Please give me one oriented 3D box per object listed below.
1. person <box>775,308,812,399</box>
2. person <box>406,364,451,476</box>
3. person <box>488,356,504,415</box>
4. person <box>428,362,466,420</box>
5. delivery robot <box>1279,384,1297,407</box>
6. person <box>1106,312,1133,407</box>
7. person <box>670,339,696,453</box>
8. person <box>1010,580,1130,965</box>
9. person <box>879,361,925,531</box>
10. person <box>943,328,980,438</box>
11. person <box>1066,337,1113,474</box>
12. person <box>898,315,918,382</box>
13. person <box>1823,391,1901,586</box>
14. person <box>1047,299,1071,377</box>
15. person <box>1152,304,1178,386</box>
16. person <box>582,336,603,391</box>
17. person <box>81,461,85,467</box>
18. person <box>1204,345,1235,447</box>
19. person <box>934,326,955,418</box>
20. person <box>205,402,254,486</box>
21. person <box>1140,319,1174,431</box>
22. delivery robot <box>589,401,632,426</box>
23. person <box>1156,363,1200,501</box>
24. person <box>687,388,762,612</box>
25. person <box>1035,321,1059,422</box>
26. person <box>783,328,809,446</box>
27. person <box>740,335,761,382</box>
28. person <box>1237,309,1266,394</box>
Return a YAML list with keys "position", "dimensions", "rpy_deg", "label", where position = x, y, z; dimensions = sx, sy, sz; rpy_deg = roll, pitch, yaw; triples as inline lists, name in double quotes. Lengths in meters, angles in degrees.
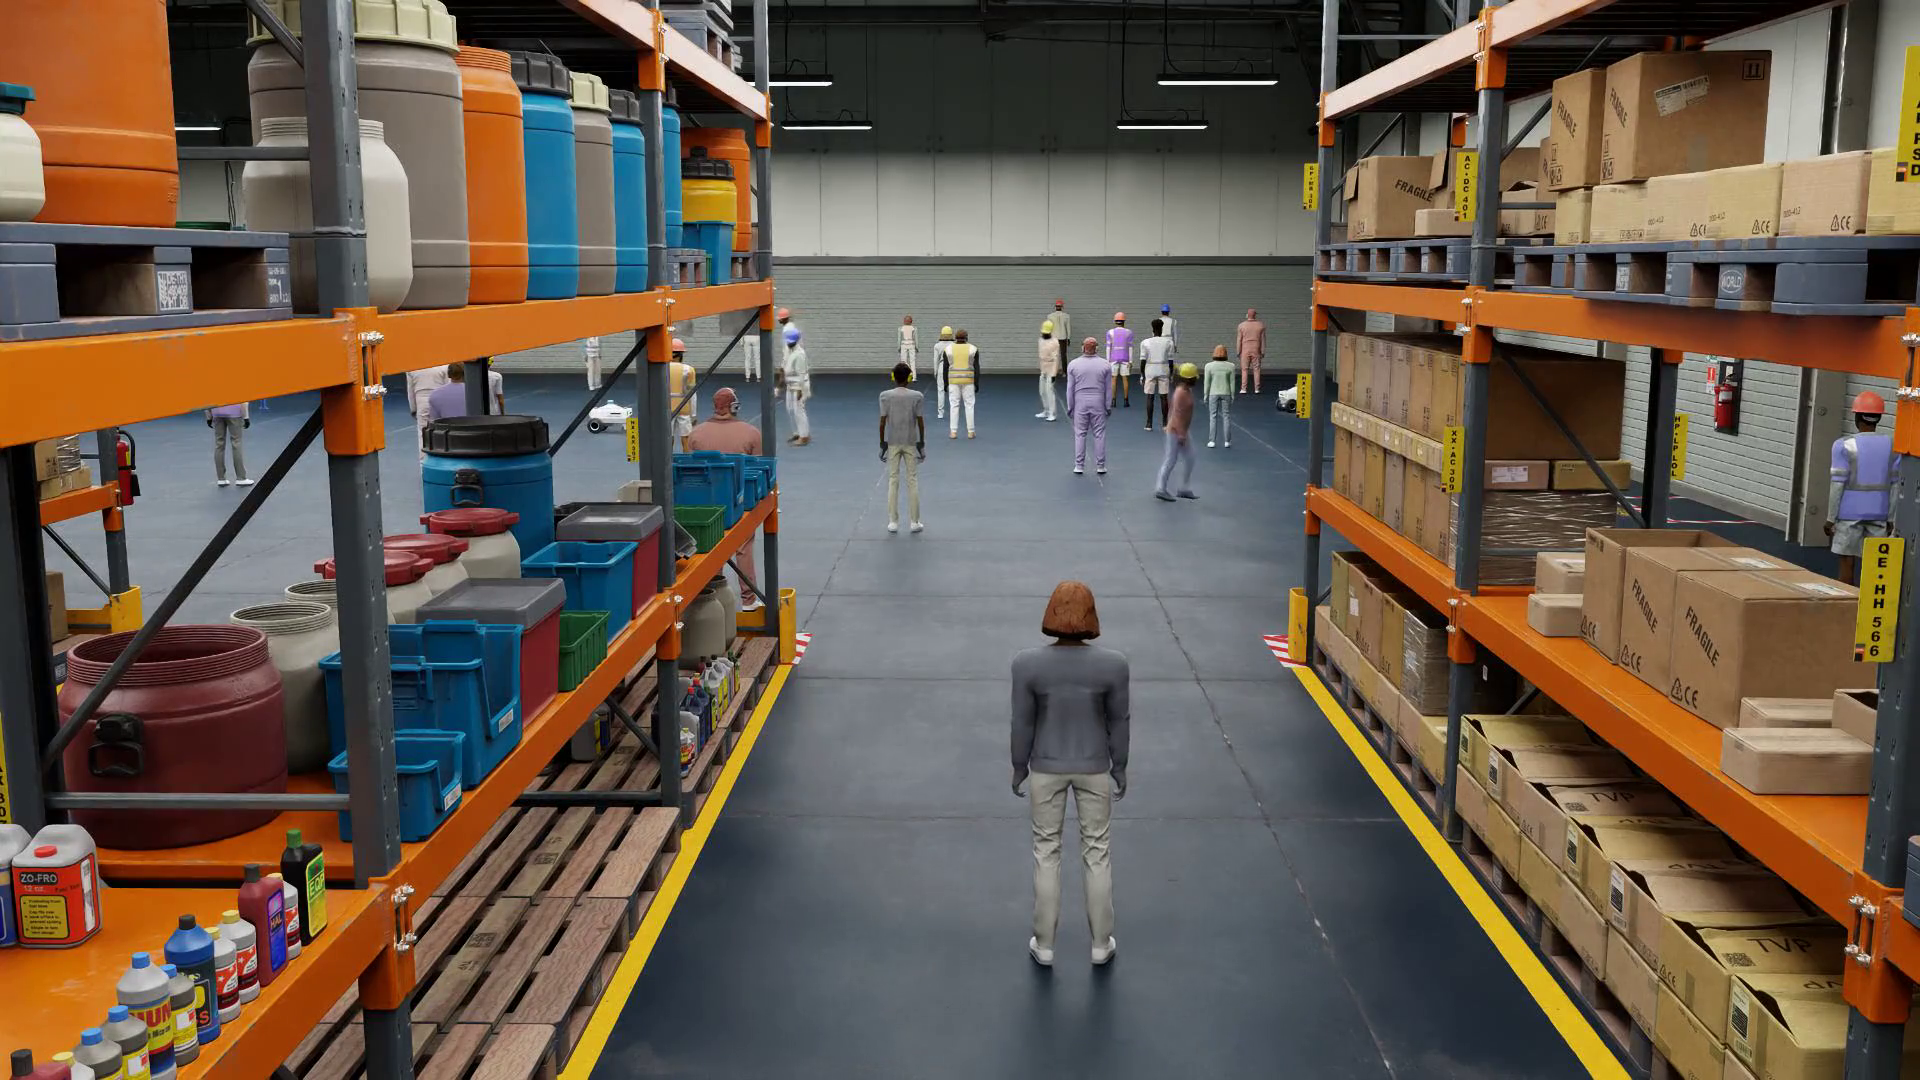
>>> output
- position: [-3.706, -4.034, 36.040]
  dimensions: [1.036, 1.960, 0.680]
  rpy_deg: [-2, 10, -9]
  label: "person"
- position: [-7.306, -1.836, 23.057]
  dimensions: [0.643, 1.905, 0.399]
  rpy_deg: [0, 9, 3]
  label: "person"
- position: [-6.098, -1.543, 21.398]
  dimensions: [0.514, 1.871, 0.327]
  rpy_deg: [0, 9, 3]
  label: "person"
- position: [-5.339, -0.976, 17.797]
  dimensions: [0.629, 1.939, 0.371]
  rpy_deg: [0, 9, 3]
  label: "person"
- position: [6.717, -2.867, 33.107]
  dimensions: [0.707, 0.478, 0.477]
  rpy_deg: [-3, 10, -17]
  label: "delivery robot"
- position: [3.270, -3.704, 34.151]
  dimensions: [0.548, 1.933, 0.376]
  rpy_deg: [0, 9, 3]
  label: "person"
- position: [-3.793, -1.721, 22.272]
  dimensions: [0.548, 1.934, 0.376]
  rpy_deg: [0, 9, 3]
  label: "person"
- position: [0.459, 0.979, 6.997]
  dimensions: [0.502, 1.632, 0.279]
  rpy_deg: [0, 9, 3]
  label: "person"
- position: [-0.641, -1.029, 18.324]
  dimensions: [0.514, 1.871, 0.327]
  rpy_deg: [0, 9, 3]
  label: "person"
- position: [0.022, -2.646, 28.090]
  dimensions: [0.625, 1.843, 0.430]
  rpy_deg: [0, 9, 3]
  label: "person"
- position: [1.811, -1.878, 23.297]
  dimensions: [0.643, 1.908, 0.399]
  rpy_deg: [0, 9, 3]
  label: "person"
- position: [-1.287, -4.734, 41.201]
  dimensions: [0.515, 1.640, 0.315]
  rpy_deg: [0, 9, 3]
  label: "person"
- position: [7.159, -0.214, 13.238]
  dimensions: [0.548, 1.937, 0.379]
  rpy_deg: [0, 9, 3]
  label: "person"
- position: [2.562, -5.241, 43.176]
  dimensions: [0.613, 1.994, 0.395]
  rpy_deg: [0, 9, 3]
  label: "person"
- position: [4.918, -4.674, 39.932]
  dimensions: [0.606, 1.943, 0.403]
  rpy_deg: [0, 9, 3]
  label: "person"
- position: [-8.464, -4.257, 38.435]
  dimensions: [0.355, 1.606, 0.658]
  rpy_deg: [7, 11, 34]
  label: "person"
- position: [-12.993, -1.980, 23.977]
  dimensions: [0.576, 1.881, 0.354]
  rpy_deg: [0, 9, 3]
  label: "person"
- position: [4.154, -2.301, 26.646]
  dimensions: [0.502, 1.632, 0.279]
  rpy_deg: [0, 9, 3]
  label: "person"
- position: [-0.256, -3.195, 31.680]
  dimensions: [0.488, 1.740, 0.318]
  rpy_deg: [0, 9, 3]
  label: "person"
- position: [-9.694, -1.673, 22.008]
  dimensions: [0.590, 1.926, 0.388]
  rpy_deg: [0, 9, 3]
  label: "person"
- position: [3.470, -2.915, 29.334]
  dimensions: [0.609, 1.963, 0.368]
  rpy_deg: [0, 9, 3]
  label: "person"
- position: [-6.106, -2.196, 29.088]
  dimensions: [0.707, 0.478, 0.477]
  rpy_deg: [0, 10, 1]
  label: "delivery robot"
- position: [2.714, -1.327, 20.526]
  dimensions: [0.647, 1.724, 0.540]
  rpy_deg: [5, 11, 30]
  label: "person"
- position: [-1.956, -0.329, 14.032]
  dimensions: [0.643, 1.905, 0.399]
  rpy_deg: [0, 9, 3]
  label: "person"
- position: [1.634, -3.155, 31.026]
  dimensions: [0.498, 1.878, 0.648]
  rpy_deg: [-6, 11, -32]
  label: "person"
- position: [-2.664, -2.478, 26.900]
  dimensions: [0.507, 1.899, 0.638]
  rpy_deg: [-6, 11, -31]
  label: "person"
- position: [-5.163, -4.898, 41.297]
  dimensions: [0.629, 1.936, 0.371]
  rpy_deg: [0, 9, 3]
  label: "person"
- position: [6.549, -4.246, 37.482]
  dimensions: [0.643, 1.908, 0.399]
  rpy_deg: [0, 9, 3]
  label: "person"
